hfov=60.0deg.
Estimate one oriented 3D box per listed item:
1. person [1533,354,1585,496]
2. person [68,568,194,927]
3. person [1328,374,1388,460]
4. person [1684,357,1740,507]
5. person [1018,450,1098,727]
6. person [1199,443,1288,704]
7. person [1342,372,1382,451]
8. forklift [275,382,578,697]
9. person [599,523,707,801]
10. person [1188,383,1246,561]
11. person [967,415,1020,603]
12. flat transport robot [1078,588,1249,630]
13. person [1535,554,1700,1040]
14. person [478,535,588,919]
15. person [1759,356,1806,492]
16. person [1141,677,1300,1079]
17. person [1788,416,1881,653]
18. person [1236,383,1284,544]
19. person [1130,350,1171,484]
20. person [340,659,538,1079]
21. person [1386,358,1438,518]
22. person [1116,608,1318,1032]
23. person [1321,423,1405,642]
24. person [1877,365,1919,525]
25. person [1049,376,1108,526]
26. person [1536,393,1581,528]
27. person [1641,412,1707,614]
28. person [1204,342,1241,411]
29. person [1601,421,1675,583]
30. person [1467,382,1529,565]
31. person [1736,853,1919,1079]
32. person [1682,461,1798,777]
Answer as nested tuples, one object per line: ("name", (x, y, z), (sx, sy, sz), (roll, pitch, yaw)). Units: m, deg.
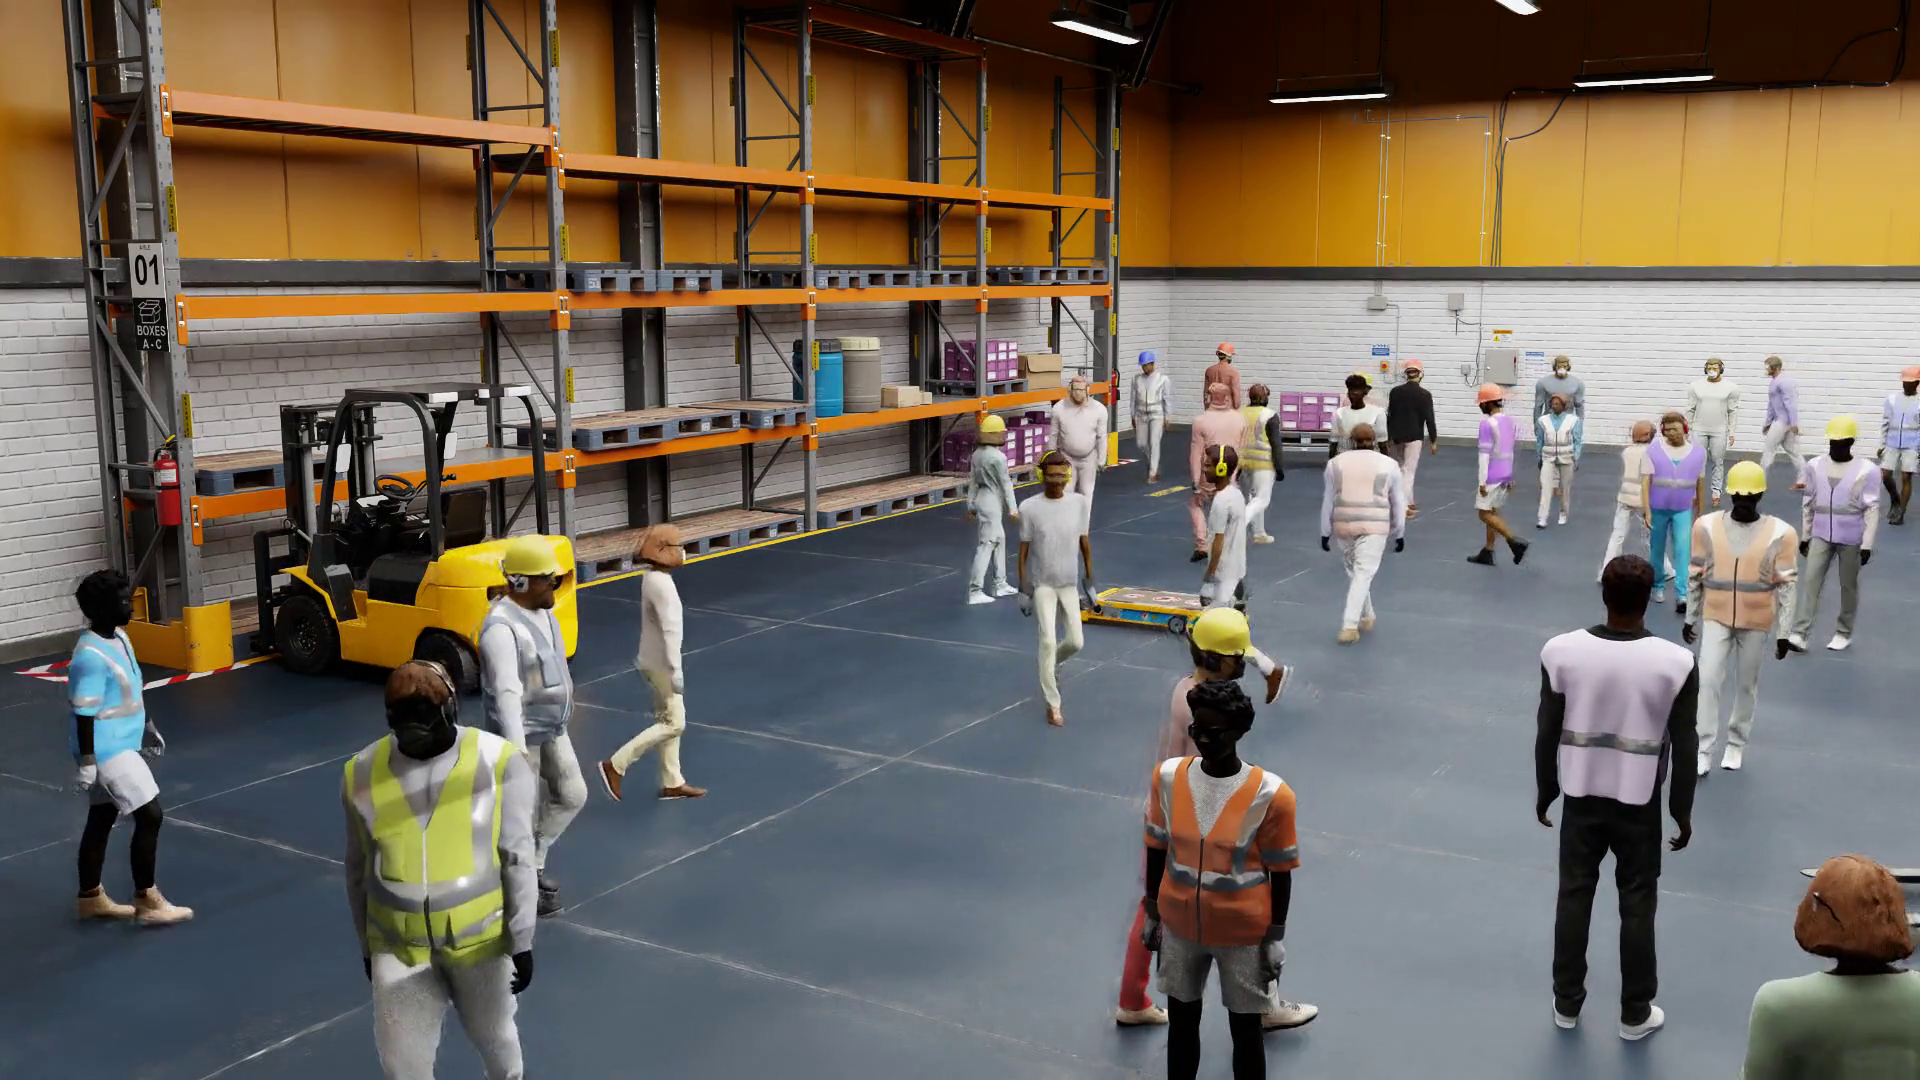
("person", (8.105, -1.548, 22.516), (0.647, 1.923, 0.426), (2, 9, 12))
("person", (-3.815, 0.957, 7.654), (0.641, 1.673, 0.541), (-3, 10, -20))
("person", (4.214, -0.787, 17.665), (0.652, 1.945, 0.511), (6, 11, 32))
("person", (9.679, -1.390, 21.469), (0.636, 1.939, 0.365), (5, 11, 30))
("person", (0.640, 0.296, 11.229), (0.557, 1.847, 0.594), (-2, 9, -13))
("person", (1.891, 0.259, 11.510), (0.708, 1.839, 0.522), (2, 9, 15))
("person", (5.115, -1.260, 21.203), (0.523, 1.767, 0.313), (-1, 9, -8))
("forklift", (-3.974, -0.067, 12.417), (2.313, 2.155, 1.214), (5, 11, 30))
("person", (-1.739, 0.708, 9.364), (0.543, 1.615, 0.504), (-3, 9, -16))
("person", (2.618, -0.682, 17.222), (0.647, 1.889, 0.504), (-3, 10, -17))
("person", (0.362, -0.281, 15.246), (0.741, 1.718, 0.493), (-5, 10, -27))
("flat transport robot", (1.693, 0.593, 14.281), (1.431, 0.197, 0.652), (5, 11, 30))
("person", (2.572, 1.011, 6.554), (0.597, 1.914, 0.373), (5, 11, 30))
("person", (-1.992, 0.876, 7.730), (0.423, 1.818, 0.599), (2, 9, 12))
("person", (11.335, -1.605, 23.050), (1.027, 1.859, 0.638), (4, 10, 22))
("person", (0.846, 1.285, 5.528), (0.540, 1.696, 0.316), (5, 11, 30))
("person", (6.853, 0.004, 13.091), (0.925, 1.828, 0.612), (-8, 12, -40))
("person", (3.215, -0.815, 18.271), (0.770, 1.817, 0.626), (-6, 11, -32))
("person", (2.761, -1.781, 23.984), (0.629, 1.925, 0.605), (4, 10, 25))
("person", (-1.659, 1.253, 5.374), (0.617, 1.815, 0.895), (-1, 9, -7))
("person", (5.616, -1.247, 20.502), (0.733, 1.955, 0.659), (-6, 11, -34))
("person", (1.020, 1.110, 6.542), (0.859, 1.724, 0.540), (-1, 9, -8))
("person", (3.329, -0.069, 13.748), (0.653, 1.784, 0.945), (5, 10, 27))
("person", (11.298, -1.134, 19.913), (0.408, 1.925, 0.576), (-8, 12, -42))
("person", (1.326, -0.901, 18.602), (0.662, 1.877, 0.537), (0, 9, 2))
("person", (7.100, -0.944, 19.756), (0.524, 1.594, 0.853), (5, 10, 28))
("person", (6.363, -0.252, 14.865), (0.567, 1.773, 1.035), (2, 9, 15))
("person", (3.925, -1.950, 24.794), (0.621, 1.990, 0.396), (9, 13, 44))
("person", (6.573, -0.352, 16.059), (0.885, 1.581, 0.534), (-3, 10, -19))
("person", (5.510, -0.645, 16.939), (0.563, 1.913, 0.701), (-7, 12, -38))
("person", (2.138, 1.552, 4.069), (0.527, 1.615, 0.386), (0, 9, -2))
("person", (4.592, 0.489, 9.860), (0.620, 1.893, 0.853), (6, 11, 33))
